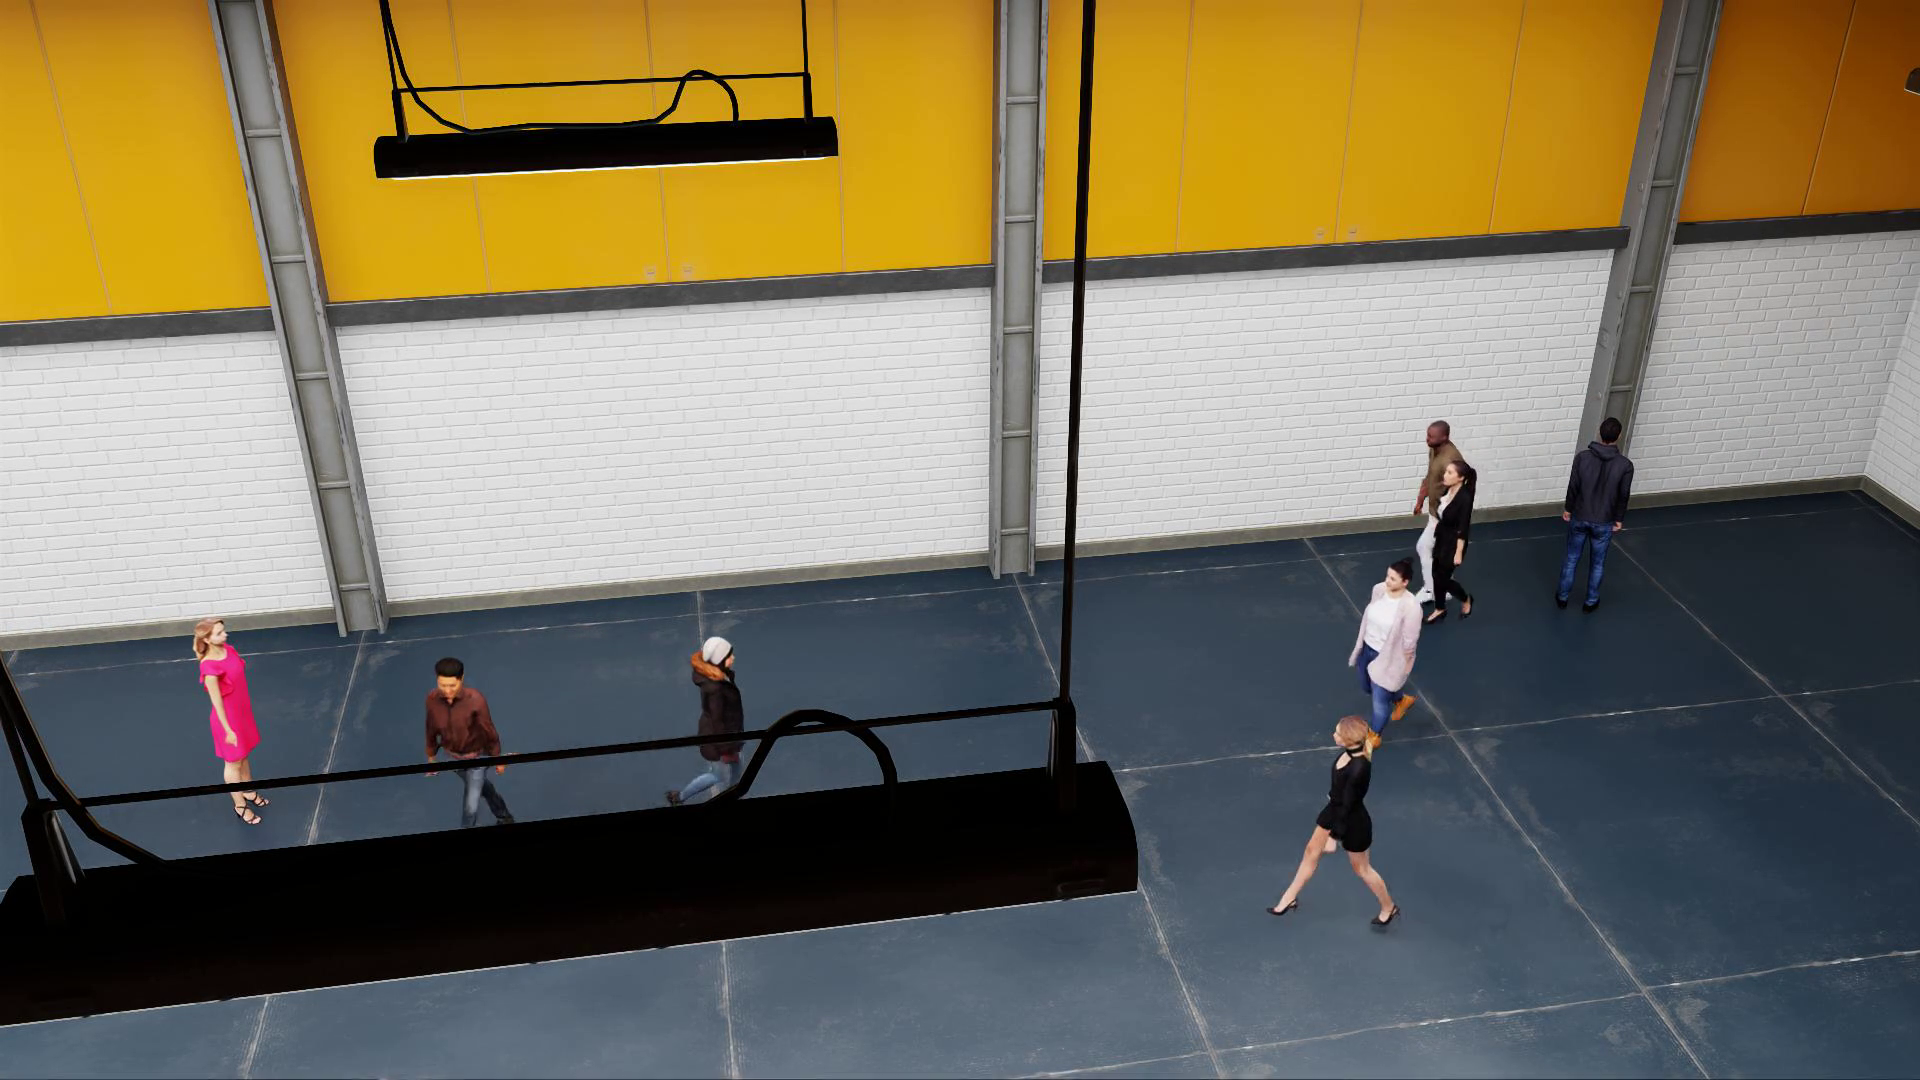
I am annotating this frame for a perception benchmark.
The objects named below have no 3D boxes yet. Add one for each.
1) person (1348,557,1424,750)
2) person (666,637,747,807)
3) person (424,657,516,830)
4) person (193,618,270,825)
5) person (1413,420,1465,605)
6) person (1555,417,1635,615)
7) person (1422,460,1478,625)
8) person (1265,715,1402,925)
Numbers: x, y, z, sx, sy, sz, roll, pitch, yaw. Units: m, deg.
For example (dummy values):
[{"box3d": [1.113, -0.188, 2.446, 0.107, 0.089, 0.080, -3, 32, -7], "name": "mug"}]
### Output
[{"box3d": [3.438, 0.872, 13.150, 0.942, 1.732, 0.811, -11, 31, -19], "name": "person"}, {"box3d": [-1.846, 1.428, 12.254, 0.985, 1.615, 0.715, -1, 29, -2], "name": "person"}, {"box3d": [-3.496, 1.525, 11.964, 1.142, 1.721, 1.042, 8, 30, 14], "name": "person"}, {"box3d": [-5.417, 1.318, 12.338, 0.571, 1.728, 0.595, -1, 29, -2], "name": "person"}, {"box3d": [4.475, -0.246, 15.137, 0.769, 1.793, 0.817, 0, 29, -1], "name": "person"}, {"box3d": [5.698, -0.218, 14.981, 0.707, 1.893, 0.823, 11, 31, 20], "name": "person"}, {"box3d": [4.427, 0.049, 14.747, 0.698, 1.647, 0.612, -4, 29, -8], "name": "person"}, {"box3d": [2.677, 1.955, 11.190, 1.216, 1.708, 0.834, 4, 29, 6], "name": "person"}]
